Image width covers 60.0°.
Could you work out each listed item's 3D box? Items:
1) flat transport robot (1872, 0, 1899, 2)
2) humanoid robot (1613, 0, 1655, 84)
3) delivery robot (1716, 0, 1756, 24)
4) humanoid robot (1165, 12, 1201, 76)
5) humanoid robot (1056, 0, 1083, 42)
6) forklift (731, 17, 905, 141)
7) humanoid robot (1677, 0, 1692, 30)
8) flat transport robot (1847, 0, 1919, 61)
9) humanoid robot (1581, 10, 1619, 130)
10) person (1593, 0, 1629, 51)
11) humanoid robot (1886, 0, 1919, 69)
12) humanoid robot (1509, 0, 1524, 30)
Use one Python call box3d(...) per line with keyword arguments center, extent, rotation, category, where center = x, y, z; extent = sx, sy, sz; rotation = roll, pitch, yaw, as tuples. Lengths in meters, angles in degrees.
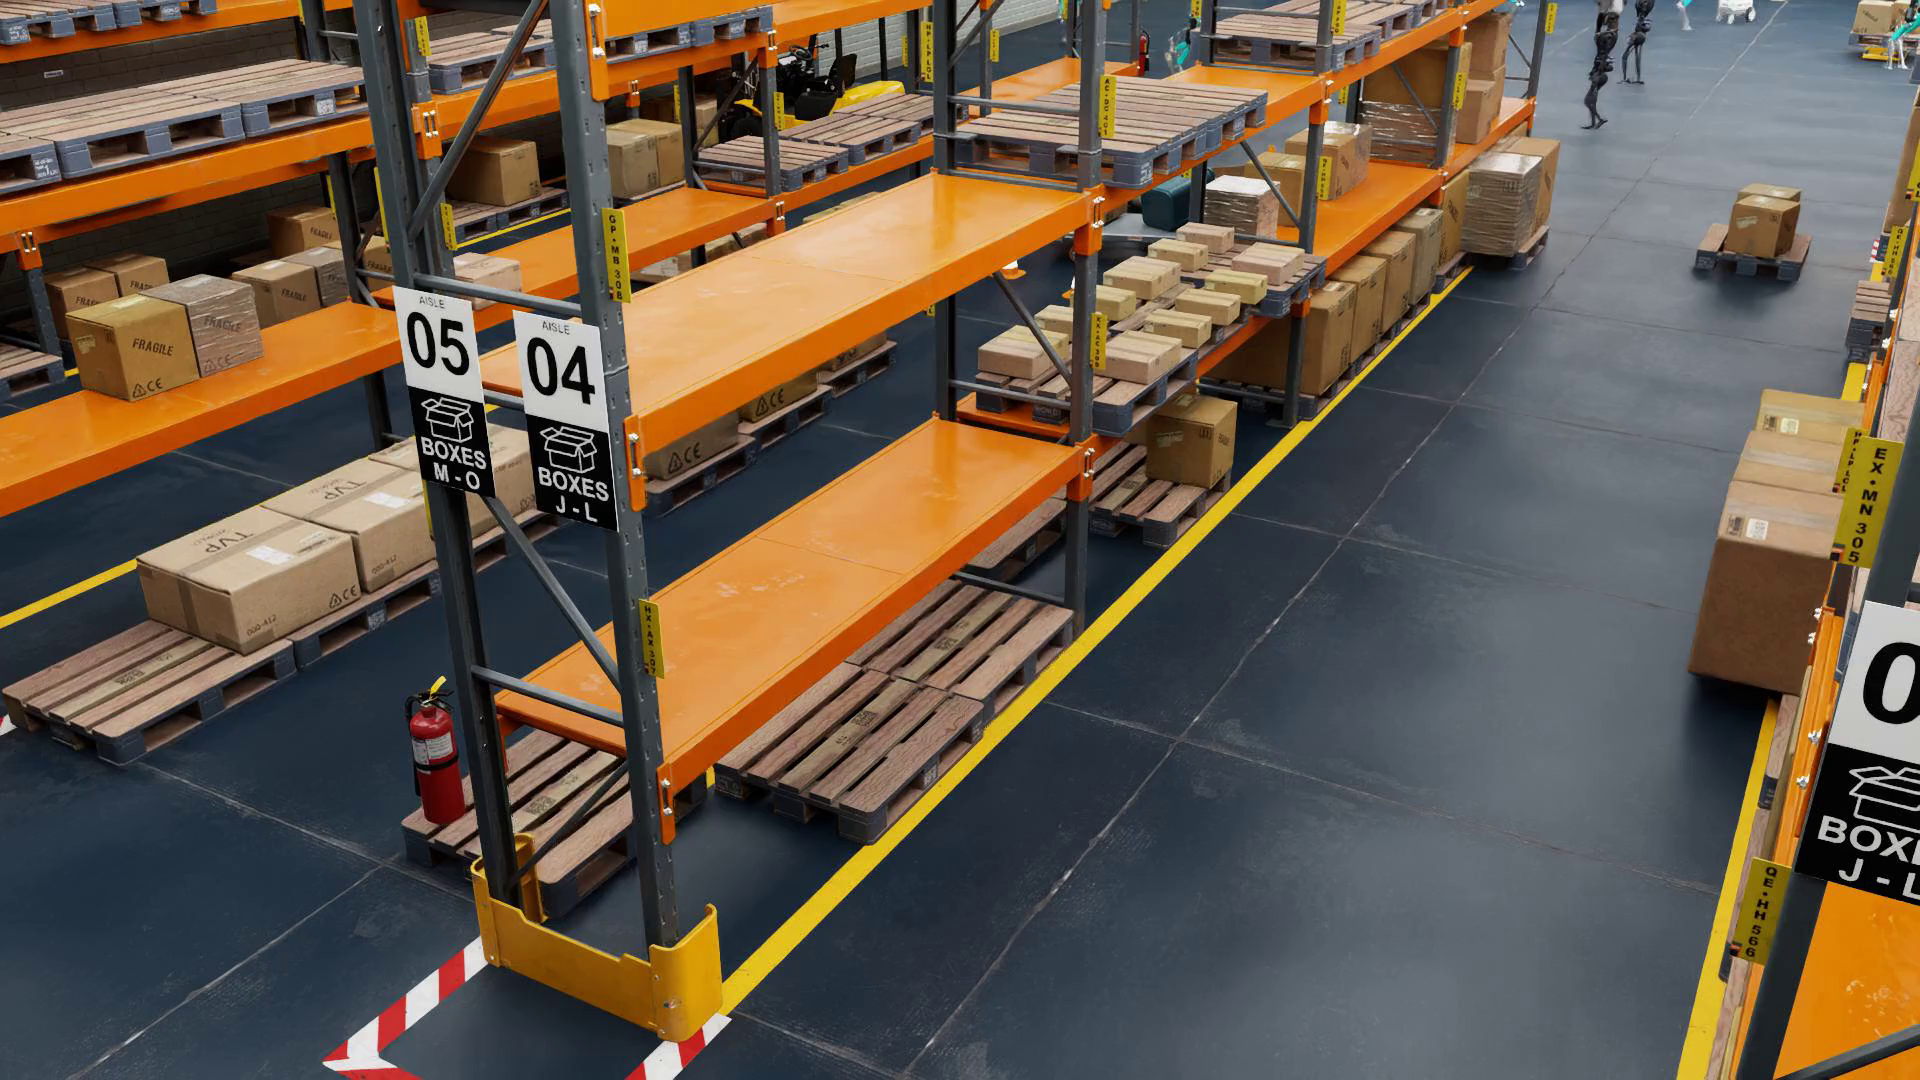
box3d(center=(19.743, -11.138, 34.485), extent=(1.431, 0.231, 0.659), rotation=(19, 32, 35), category="flat transport robot")
box3d(center=(10.875, -8.165, 26.681), extent=(0.466, 1.647, 0.600), rotation=(11, 28, 21), category="humanoid robot")
box3d(center=(15.328, -10.498, 32.846), extent=(0.801, 0.612, 0.499), rotation=(-16, 30, -29), category="delivery robot")
box3d(center=(3.452, -7.905, 26.118), extent=(0.864, 1.787, 0.582), rotation=(12, 28, 23), category="humanoid robot")
box3d(center=(1.942, -9.841, 30.132), extent=(0.531, 1.807, 0.748), rotation=(13, 29, 25), category="humanoid robot")
box3d(center=(-1.819, -5.975, 21.543), extent=(2.313, 2.155, 1.214), rotation=(14, 29, 26), category="forklift")
box3d(center=(13.999, -10.601, 31.726), extent=(0.681, 1.828, 0.547), rotation=(6, 26, 11), category="humanoid robot")
box3d(center=(16.313, -8.629, 29.273), extent=(0.659, 0.231, 1.431), rotation=(15, 29, 28), category="flat transport robot")
box3d(center=(9.059, -6.642, 23.515), extent=(0.374, 1.645, 0.583), rotation=(5, 26, 10), category="humanoid robot")
box3d(center=(11.696, -9.787, 29.822), extent=(0.619, 1.892, 1.099), rotation=(7, 26, 14), category="person")
box3d(center=(15.929, -8.778, 27.936), extent=(0.530, 1.825, 0.700), rotation=(-12, 28, -23), category="humanoid robot")
box3d(center=(10.661, -10.678, 31.868), extent=(0.530, 1.795, 0.794), rotation=(-20, 32, -35), category="humanoid robot")
